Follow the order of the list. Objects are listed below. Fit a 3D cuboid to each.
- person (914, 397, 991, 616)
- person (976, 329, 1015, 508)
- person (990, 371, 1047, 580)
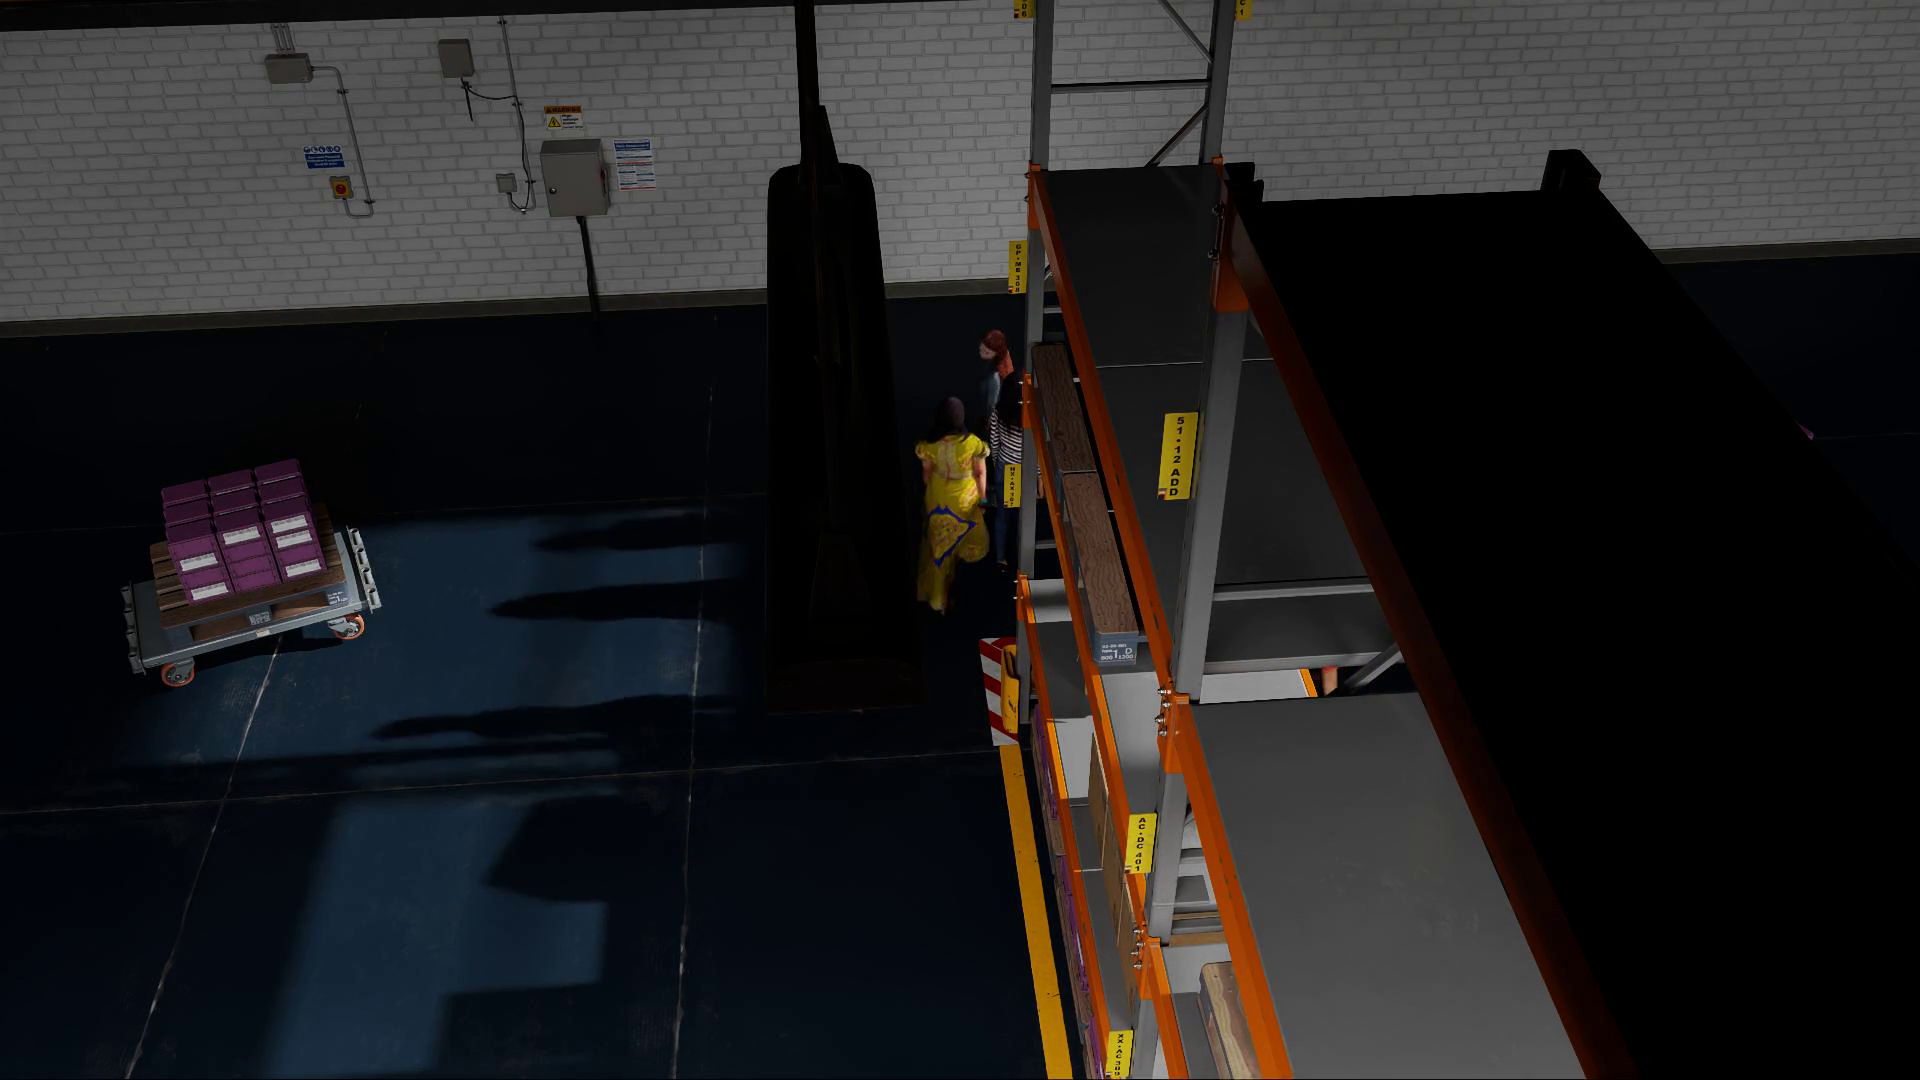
[{"bbox_3d":[-0.071,-0.211,11.830,0.846,1.603,1.407,4,39,4],"label":"person"},{"bbox_3d":[0.318,-0.876,12.579,0.800,1.708,0.696,19,42,22],"label":"person"},{"bbox_3d":[0.402,-0.440,11.961,0.636,1.797,0.676,24,44,27],"label":"person"}]
